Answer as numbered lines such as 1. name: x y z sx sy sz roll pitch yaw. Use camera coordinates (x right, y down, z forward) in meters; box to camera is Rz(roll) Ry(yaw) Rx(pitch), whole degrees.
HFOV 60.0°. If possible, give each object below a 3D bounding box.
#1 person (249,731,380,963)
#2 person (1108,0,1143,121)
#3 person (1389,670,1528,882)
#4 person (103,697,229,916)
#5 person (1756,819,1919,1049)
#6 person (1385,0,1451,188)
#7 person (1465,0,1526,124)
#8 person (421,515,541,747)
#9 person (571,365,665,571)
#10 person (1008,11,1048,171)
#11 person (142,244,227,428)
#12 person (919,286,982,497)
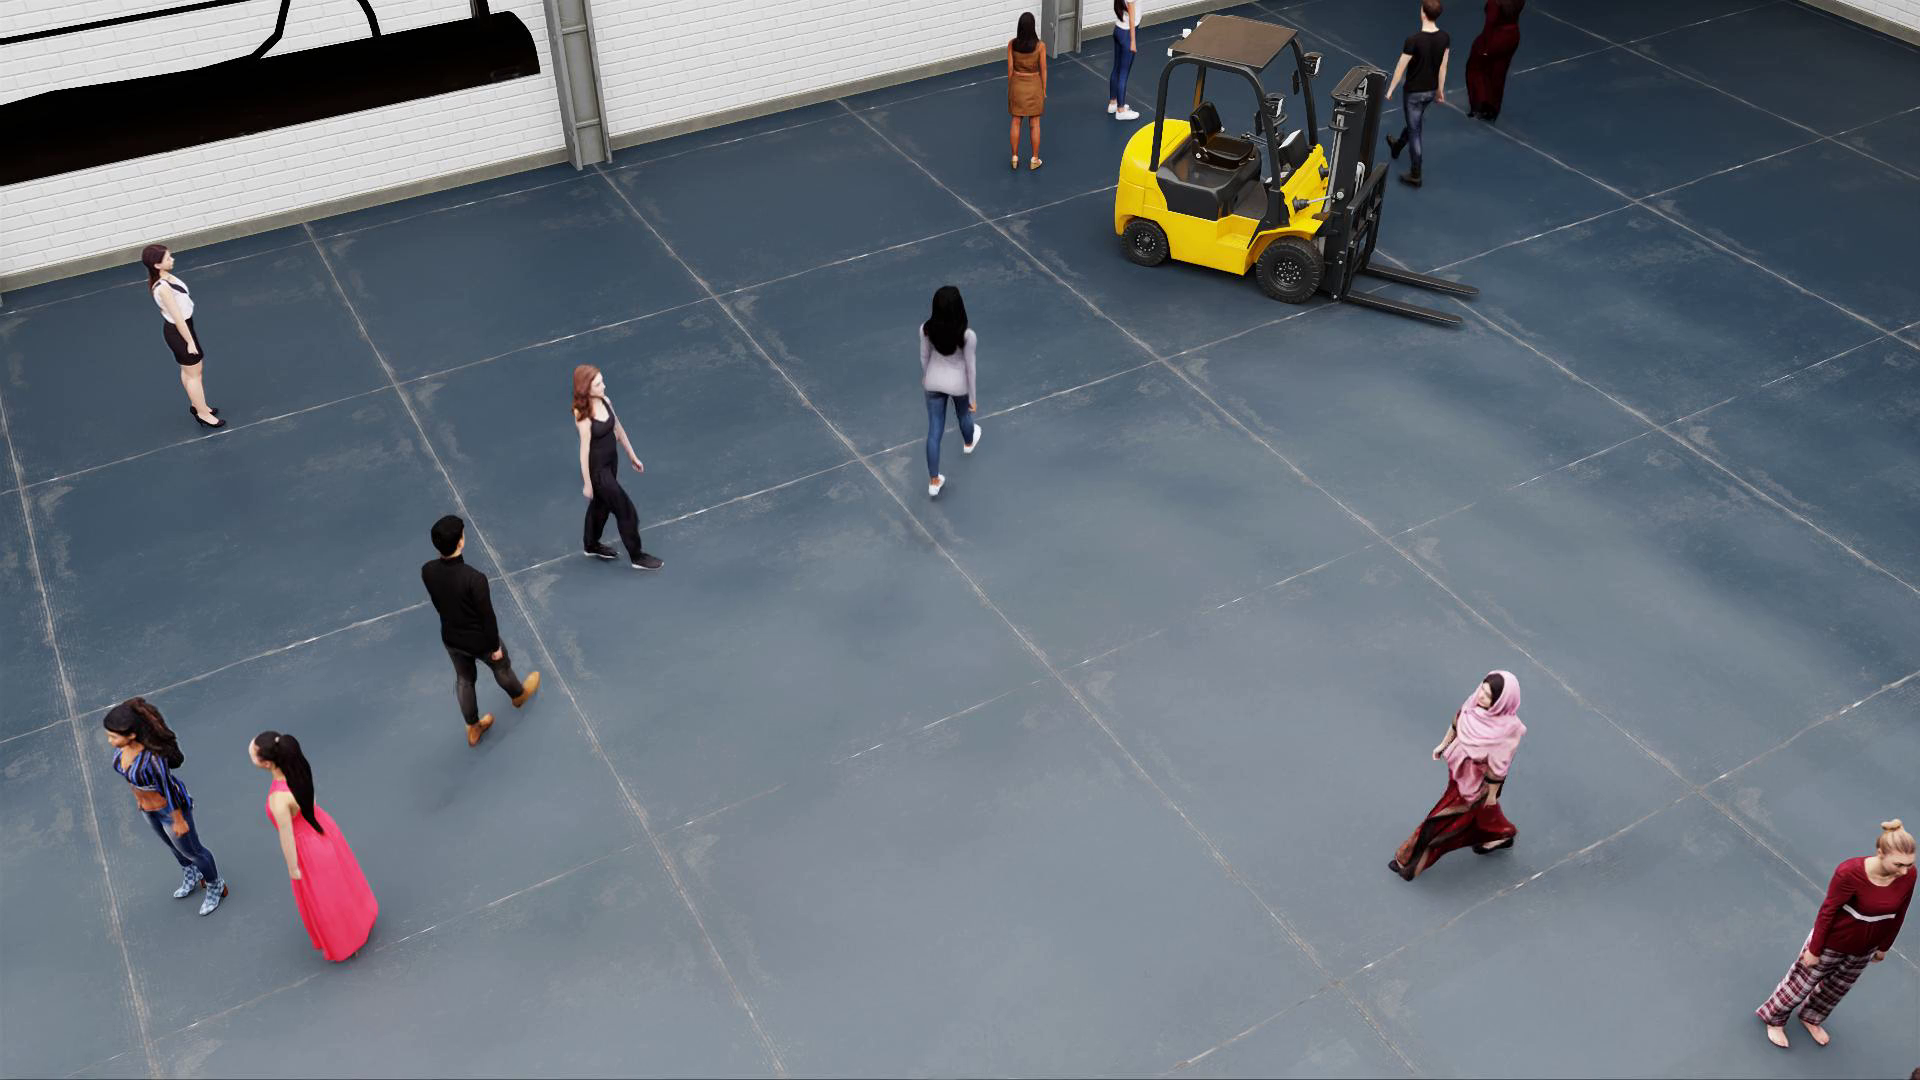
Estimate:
1. person: -3.613 1.695 9.264 0.733 1.723 0.719 0 39 0
2. person: 1.801 -5.508 18.242 0.603 1.774 0.642 -9 39 -11
3. person: 3.087 1.352 9.790 1.142 1.602 0.918 -4 39 -5
4. person: -4.568 1.532 9.551 0.699 1.618 0.693 23 44 26
5. person: 4.674 2.093 8.785 0.600 1.699 0.742 -4 39 -4
6. person: 4.726 -4.512 16.932 1.149 1.853 0.893 -12 40 -15
7. person: 5.909 -5.360 18.080 0.675 1.745 0.739 -17 42 -20
8. person: -3.171 0.618 10.626 0.978 1.705 1.054 13 40 15
9. person: -2.690 -0.538 12.063 0.989 1.720 0.898 6 39 7
10. person: 0.687 -4.652 17.238 0.627 1.690 0.697 7 39 9
11. person: -6.326 -1.663 13.528 0.502 1.648 0.562 -21 43 -24
12. person: -0.126 -1.105 12.792 1.100 1.696 1.161 9 40 12
